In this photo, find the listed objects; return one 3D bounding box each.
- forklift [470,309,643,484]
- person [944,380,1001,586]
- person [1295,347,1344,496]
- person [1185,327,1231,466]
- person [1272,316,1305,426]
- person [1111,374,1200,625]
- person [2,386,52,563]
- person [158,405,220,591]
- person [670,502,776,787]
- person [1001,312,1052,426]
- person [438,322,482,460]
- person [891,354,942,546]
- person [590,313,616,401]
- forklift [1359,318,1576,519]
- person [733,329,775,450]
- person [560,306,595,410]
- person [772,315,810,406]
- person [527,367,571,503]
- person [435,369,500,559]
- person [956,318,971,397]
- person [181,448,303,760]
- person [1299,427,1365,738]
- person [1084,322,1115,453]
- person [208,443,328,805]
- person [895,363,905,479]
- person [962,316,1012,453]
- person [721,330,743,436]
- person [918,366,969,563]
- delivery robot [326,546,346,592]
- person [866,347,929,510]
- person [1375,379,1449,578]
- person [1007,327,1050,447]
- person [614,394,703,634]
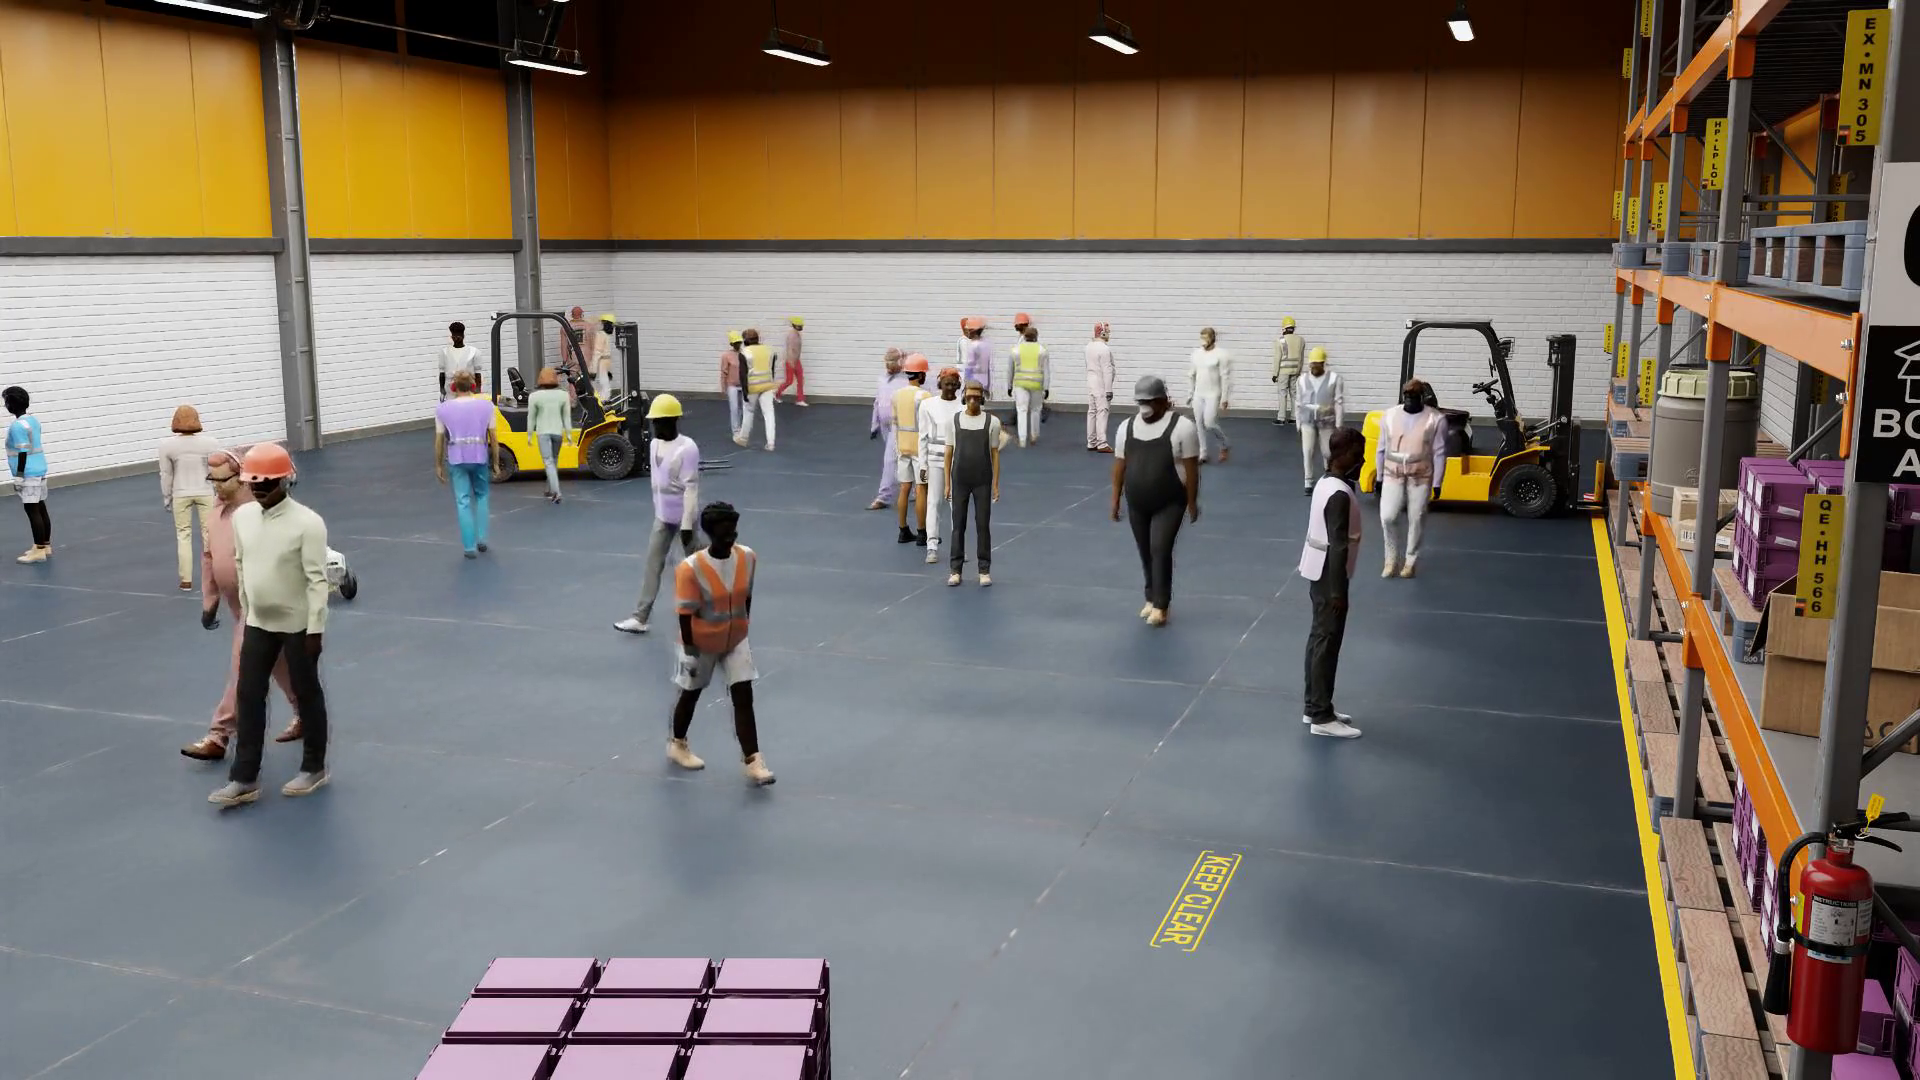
[{"bbox_3d":[-5.354,-1.902,21.697,2.313,2.155,1.214,-2,10,-13],"label":"forklift"},{"bbox_3d":[0.108,-0.503,14.806,0.506,1.847,0.346,0,10,2],"label":"person"},{"bbox_3d":[4.382,-1.455,20.273,0.607,1.808,0.688,4,11,22],"label":"person"},{"bbox_3d":[3.426,-1.972,22.861,0.483,1.920,0.633,-9,13,-40],"label":"person"},{"bbox_3d":[5.507,-2.836,27.980,0.590,1.833,0.404,-5,11,-25],"label":"person"},{"bbox_3d":[1.508,-0.337,13.320,0.713,2.000,0.755,6,12,32],"label":"person"},{"bbox_3d":[-8.939,-0.629,15.942,0.321,1.692,0.529,-2,10,-14],"label":"person"},{"bbox_3d":[-6.751,-0.364,14.647,0.516,1.637,0.339,-4,11,-23],"label":"person"},{"bbox_3d":[-1.375,0.568,9.365,0.563,1.622,0.907,-8,13,-38],"label":"person"},{"bbox_3d":[1.126,-2.869,27.942,0.808,1.919,0.552,-1,10,-5],"label":"person"},{"bbox_3d":[-7.044,-2.095,23.448,0.603,1.959,0.372,-1,10,-6],"label":"person"},{"bbox_3d":[-0.442,-0.912,16.843,0.543,1.939,0.362,9,13,41],"label":"person"},{"bbox_3d":[-6.037,-2.884,28.101,0.563,1.880,0.604,-1,10,-8],"label":"person"},{"bbox_3d":[5.787,-1.437,19.079,2.313,2.155,1.214,3,11,19],"label":"forklift"},{"bbox_3d":[-3.037,-2.236,24.707,0.650,1.785,0.935,-7,12,-33],"label":"person"},{"bbox_3d":[-7.033,-3.359,30.714,0.642,1.909,0.408,-2,10,-12],"label":"person"},{"bbox_3d":[-3.205,-3.377,31.318,0.681,1.728,0.533,5,11,24],"label":"person"},{"bbox_3d":[-4.850,-1.248,19.688,0.509,1.596,0.816,-6,12,-31],"label":"person"},{"bbox_3d":[-4.814,-0.750,16.222,0.596,1.826,0.642,-4,11,-24],"label":"person"},{"bbox_3d":[0.113,-2.578,26.383,0.350,1.882,0.583,-1,10,-3],"label":"person"},{"bbox_3d":[-4.251,0.372,9.891,0.656,1.837,0.978,8,13,37],"label":"person"},{"bbox_3d":[2.313,0.252,10.352,0.397,1.917,0.590,1,10,6],"label":"person"},{"bbox_3d":[2.074,-2.231,24.362,0.408,1.909,0.642,-4,11,-23],"label":"person"},{"bbox_3d":[-3.729,0.469,8.948,0.652,1.971,0.760,3,11,18],"label":"person"},{"bbox_3d":[-0.792,-1.616,21.683,0.317,1.631,0.522,1,10,5],"label":"person"},{"bbox_3d":[0.309,-2.249,24.183,0.940,2.017,0.614,4,11,21],"label":"person"},{"bbox_3d":[-3.438,-2.368,25.590,0.568,1.736,0.590,-6,12,-31],"label":"person"},{"bbox_3d":[-0.116,-0.720,15.918,0.572,1.884,0.356,-2,10,-9],"label":"person"},{"bbox_3d":[-5.561,0.189,14.274,0.477,0.478,0.707,-9,13,-41],"label":"delivery robot"},{"bbox_3d":[-0.718,-1.311,19.322,0.982,1.869,0.649,-8,13,-39],"label":"person"},{"bbox_3d":[4.049,-0.537,15.042,0.660,1.823,0.596,5,11,27],"label":"person"},{"bbox_3d":[1.042,-2.328,25.250,0.660,1.778,0.988,1,10,6],"label":"person"},{"bbox_3d":[-2.258,-0.207,13.052,0.604,1.875,1.017,9,14,43],"label":"person"}]
